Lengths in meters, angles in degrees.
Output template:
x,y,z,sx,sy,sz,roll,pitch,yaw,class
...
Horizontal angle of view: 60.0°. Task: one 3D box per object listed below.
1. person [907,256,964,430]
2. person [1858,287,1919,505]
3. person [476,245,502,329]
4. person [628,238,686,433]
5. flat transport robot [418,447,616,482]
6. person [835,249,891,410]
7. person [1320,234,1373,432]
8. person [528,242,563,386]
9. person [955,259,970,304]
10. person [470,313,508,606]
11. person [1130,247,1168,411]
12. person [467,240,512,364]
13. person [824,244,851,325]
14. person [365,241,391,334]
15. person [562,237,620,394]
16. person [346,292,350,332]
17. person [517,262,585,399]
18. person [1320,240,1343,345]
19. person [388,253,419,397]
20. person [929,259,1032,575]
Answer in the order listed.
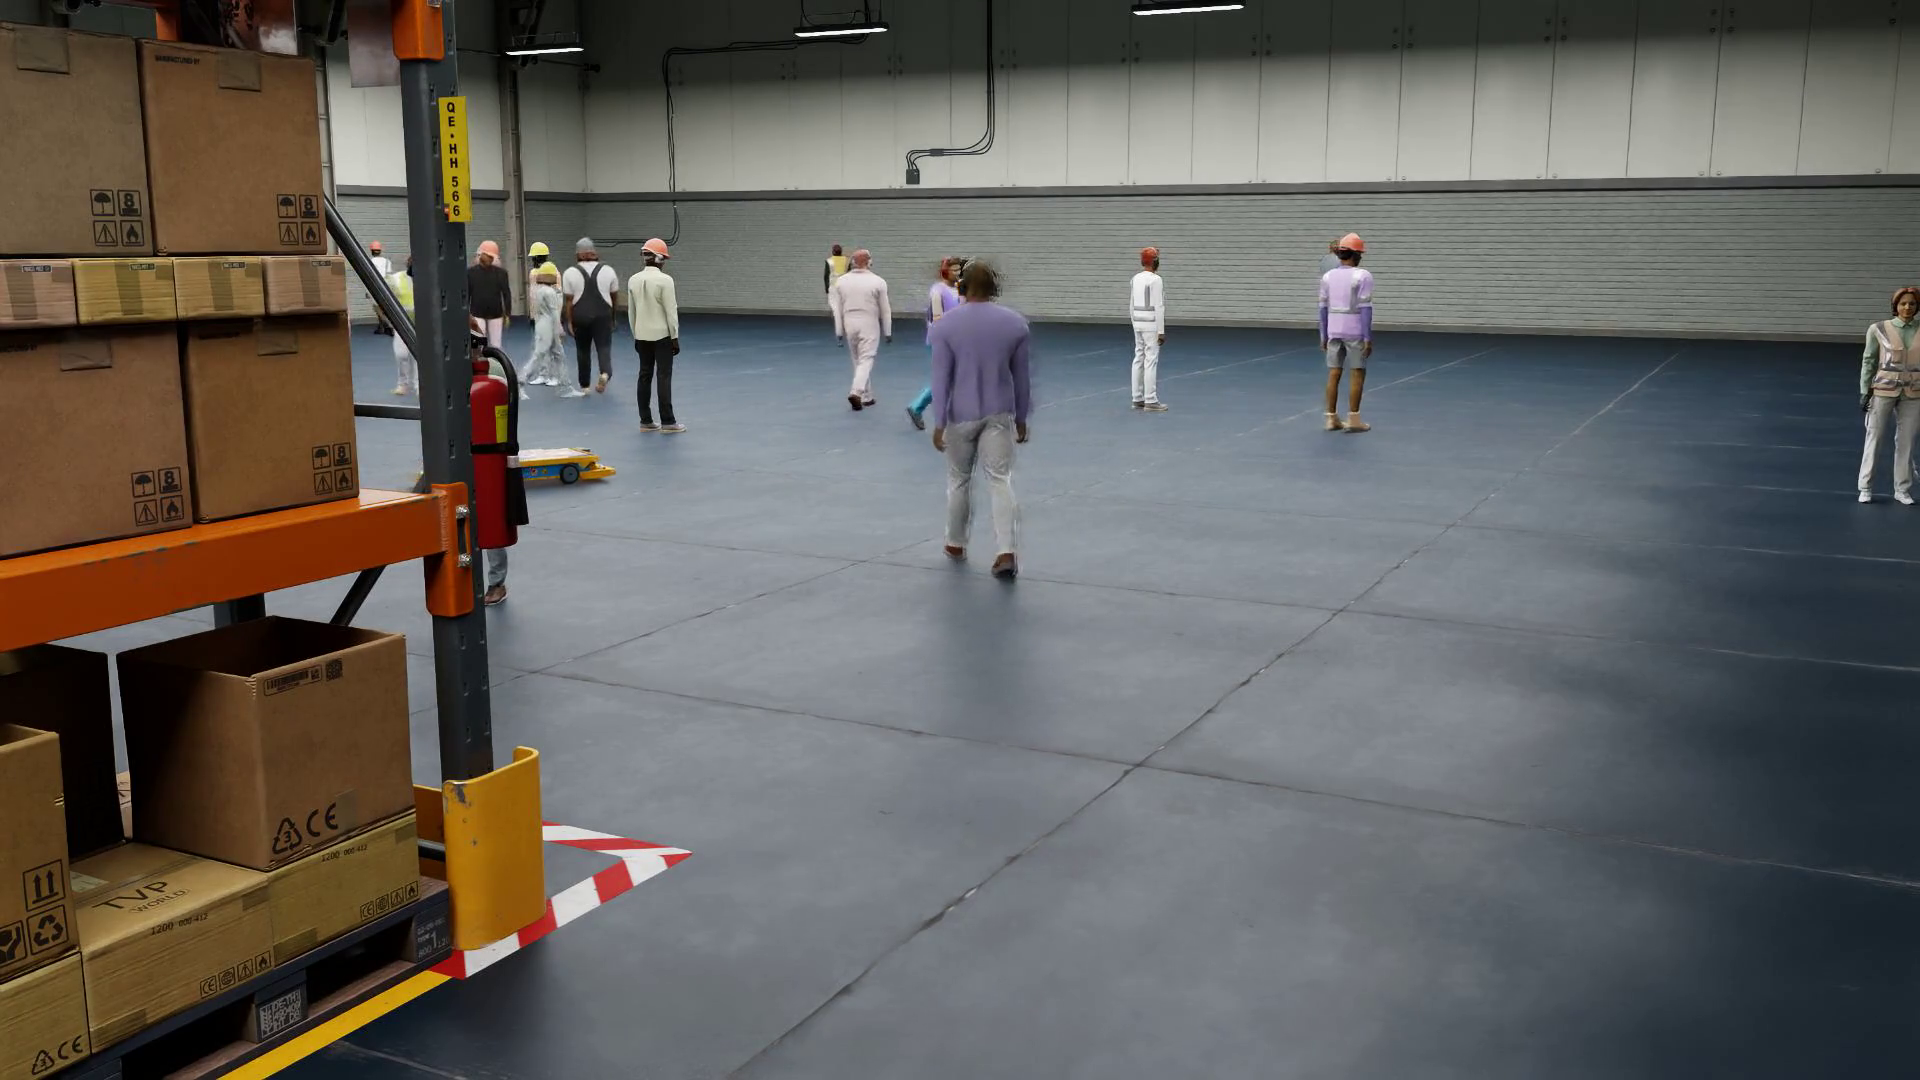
x,y,z,sx,sy,sz,roll,pitch,yaw,class
-0.156,-1.985,17.060,0.717,1.825,0.561,5,11,25,person
7.064,-1.082,12.538,0.525,1.639,0.307,3,11,14,person
-10.123,-5.459,35.832,0.705,1.857,0.403,6,12,28,person
-3.115,-2.085,17.065,0.609,1.986,0.392,6,12,30,person
-3.621,-0.595,13.617,1.431,0.197,0.652,-7,13,-35,flat transport robot
-1.141,-2.464,19.462,0.655,1.869,0.958,4,11,19,person
4.037,-2.126,17.200,0.536,2.030,0.652,-9,14,-42,person
-5.599,-3.033,22.390,0.591,1.925,0.385,8,13,37,person
0.028,-2.990,22.784,0.542,1.695,0.316,8,13,35,person
-2.697,-0.452,9.120,0.504,1.632,0.269,4,11,18,person
2.187,-2.434,19.246,0.347,1.883,0.584,-5,12,-27,person
-6.284,-2.986,22.058,0.654,1.968,0.697,-3,11,-17,person
-2.726,-5.702,37.235,0.631,1.826,0.604,-4,11,-22,person
-11.812,-5.124,33.843,0.548,1.916,0.796,-9,14,-41,person
-4.632,-2.829,20.971,0.711,2.000,0.799,-3,11,-16,person
-7.727,-2.547,20.333,0.578,1.720,0.802,-7,13,-34,person
-5.170,-2.596,20.623,0.906,1.703,0.478,-4,11,-22,person
6.825,-4.518,30.462,0.356,1.936,0.638,-4,11,-20,person
-6.833,-2.695,20.875,0.649,1.813,0.465,-4,11,-20,person
0.134,-0.746,10.045,0.650,1.892,1.025,-3,11,-14,person
